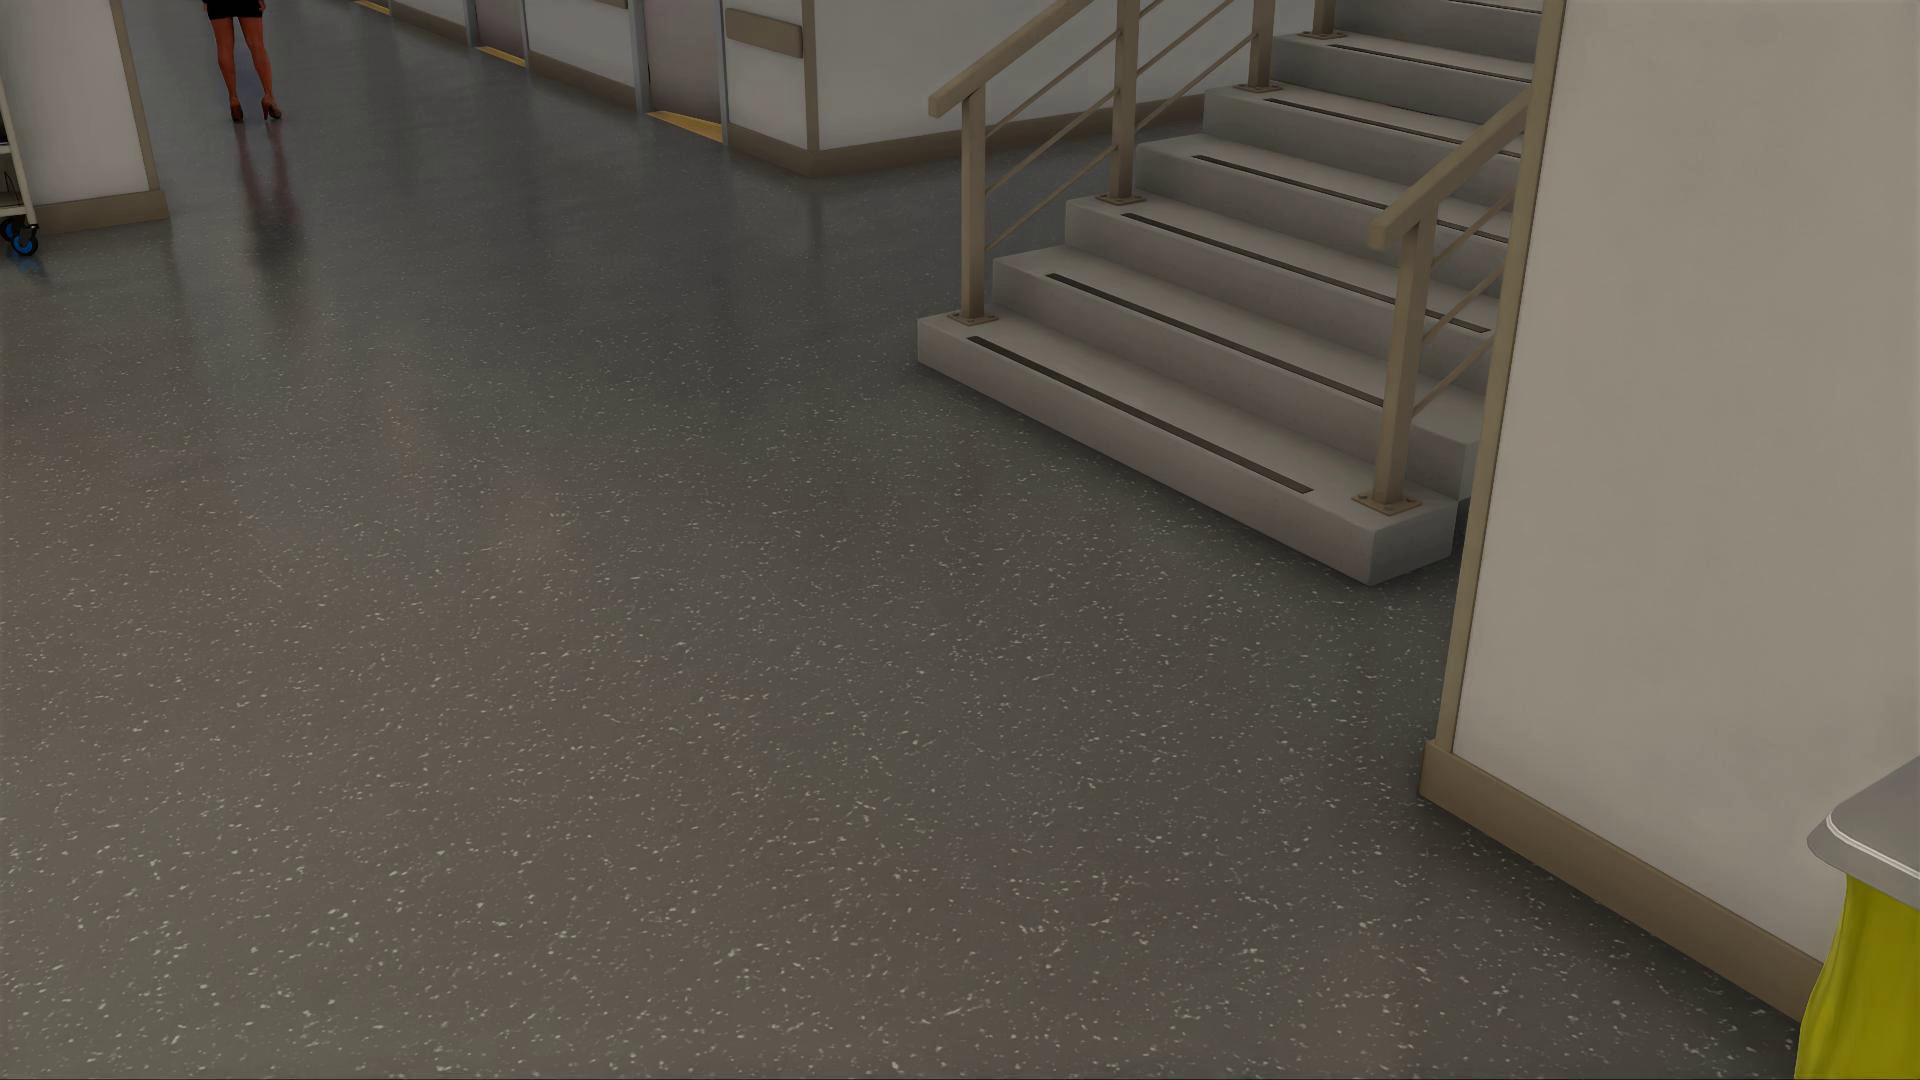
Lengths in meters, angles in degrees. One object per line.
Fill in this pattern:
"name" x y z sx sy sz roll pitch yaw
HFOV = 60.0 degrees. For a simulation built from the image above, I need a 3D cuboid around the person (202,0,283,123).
"person" -5.029 -3.738 11.508 0.664 1.640 0.731 -6 26 -11
